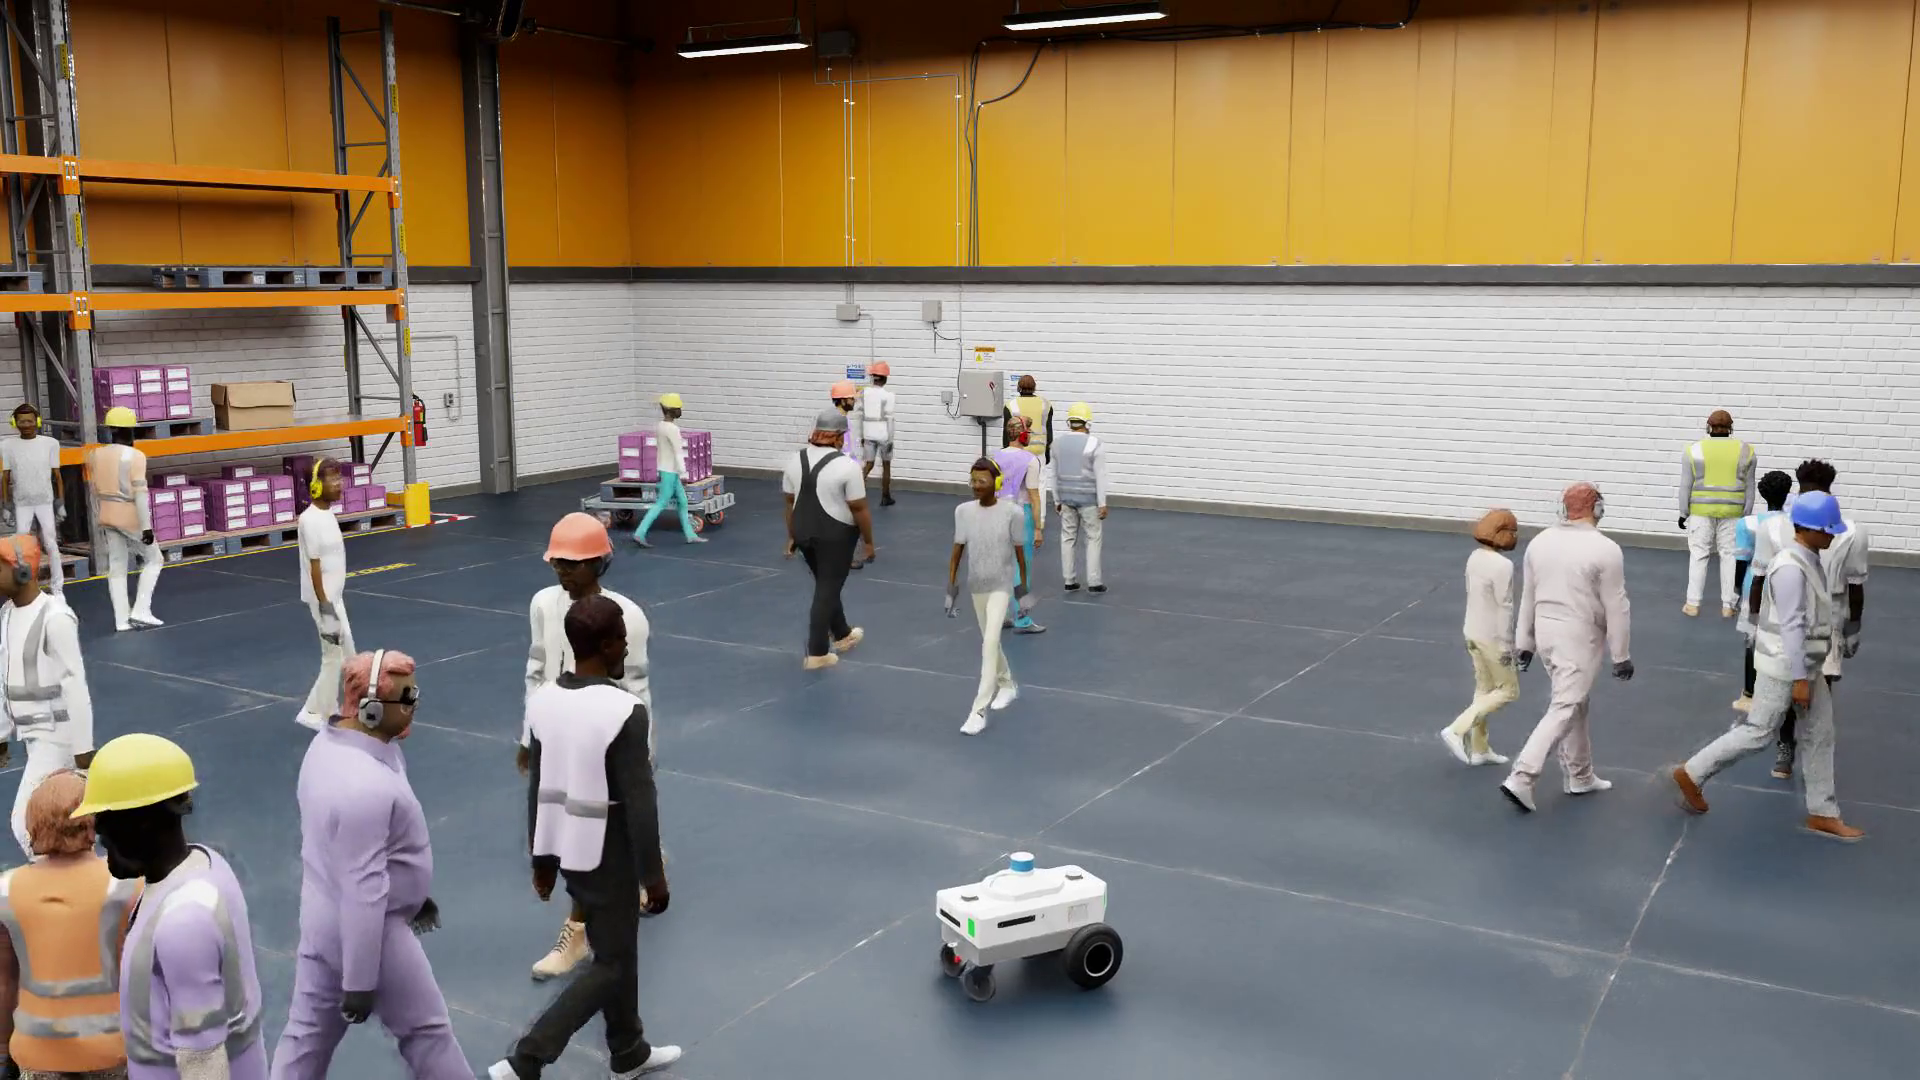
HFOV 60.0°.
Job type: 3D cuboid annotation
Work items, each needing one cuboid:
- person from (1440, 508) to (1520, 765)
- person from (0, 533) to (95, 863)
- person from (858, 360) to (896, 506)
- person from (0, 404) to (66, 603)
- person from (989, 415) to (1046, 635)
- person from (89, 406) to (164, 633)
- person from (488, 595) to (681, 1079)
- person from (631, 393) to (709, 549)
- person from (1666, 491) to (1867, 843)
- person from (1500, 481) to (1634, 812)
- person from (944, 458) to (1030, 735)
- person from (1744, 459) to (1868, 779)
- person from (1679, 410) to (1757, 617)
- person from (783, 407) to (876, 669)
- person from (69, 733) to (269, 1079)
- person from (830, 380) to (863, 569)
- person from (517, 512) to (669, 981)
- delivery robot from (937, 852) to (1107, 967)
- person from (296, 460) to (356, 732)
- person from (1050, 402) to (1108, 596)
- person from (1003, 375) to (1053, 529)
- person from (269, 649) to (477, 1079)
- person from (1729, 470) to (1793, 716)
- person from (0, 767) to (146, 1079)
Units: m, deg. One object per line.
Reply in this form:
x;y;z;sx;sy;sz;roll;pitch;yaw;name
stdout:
3.188;0.606;10.130;0.416;1.616;0.504;-1;9;-7;person
-4.202;0.900;7.542;0.586;1.865;0.581;8;12;41;person
-1.097;-1.357;21.494;0.551;1.914;0.739;4;10;24;person
-8.465;-0.320;15.201;0.512;1.860;0.318;-4;10;-26;person
0.454;-0.124;14.004;0.372;1.843;0.570;-9;13;-43;person
-7.034;-0.177;14.106;0.611;1.912;0.500;3;10;19;person
-1.358;1.141;5.976;0.598;1.894;0.805;9;13;43;person
-3.244;-0.768;18.398;0.891;1.726;0.537;-4;10;-25;person
4.409;0.653;9.000;0.945;1.907;0.599;8;12;41;person
3.414;0.601;9.441;0.908;1.871;0.654;-4;10;-22;person
0.194;0.330;11.278;0.537;1.820;0.990;5;10;26;person
4.969;0.496;9.822;0.612;1.944;0.660;6;11;35;person
6.673;-0.231;14.701;0.622;1.839;0.429;3;9;16;person
-0.933;-0.058;12.984;0.709;2.000;0.940;7;11;37;person
-1.957;1.419;4.173;0.416;1.902;0.605;-4;10;-23;person
-1.188;-0.670;17.122;0.366;1.938;0.551;-2;9;-12;person
-1.611;0.849;7.435;0.608;2.011;0.942;6;11;31;person
0.263;1.579;7.097;0.707;0.478;0.477;-5;10;-28;delivery robot
-4.111;0.404;10.739;0.480;1.854;0.591;-1;9;-7;person
1.133;-0.385;15.709;0.608;1.825;0.403;6;11;35;person
0.793;-1.037;19.710;0.619;1.845;0.430;-2;9;-15;person
-1.868;1.253;5.399;1.010;1.839;0.627;-7;11;-36;person
5.547;0.368;11.383;0.535;1.699;0.322;1;9;5;person
-2.494;1.464;4.746;0.557;1.622;0.411;-1;9;-5;person
